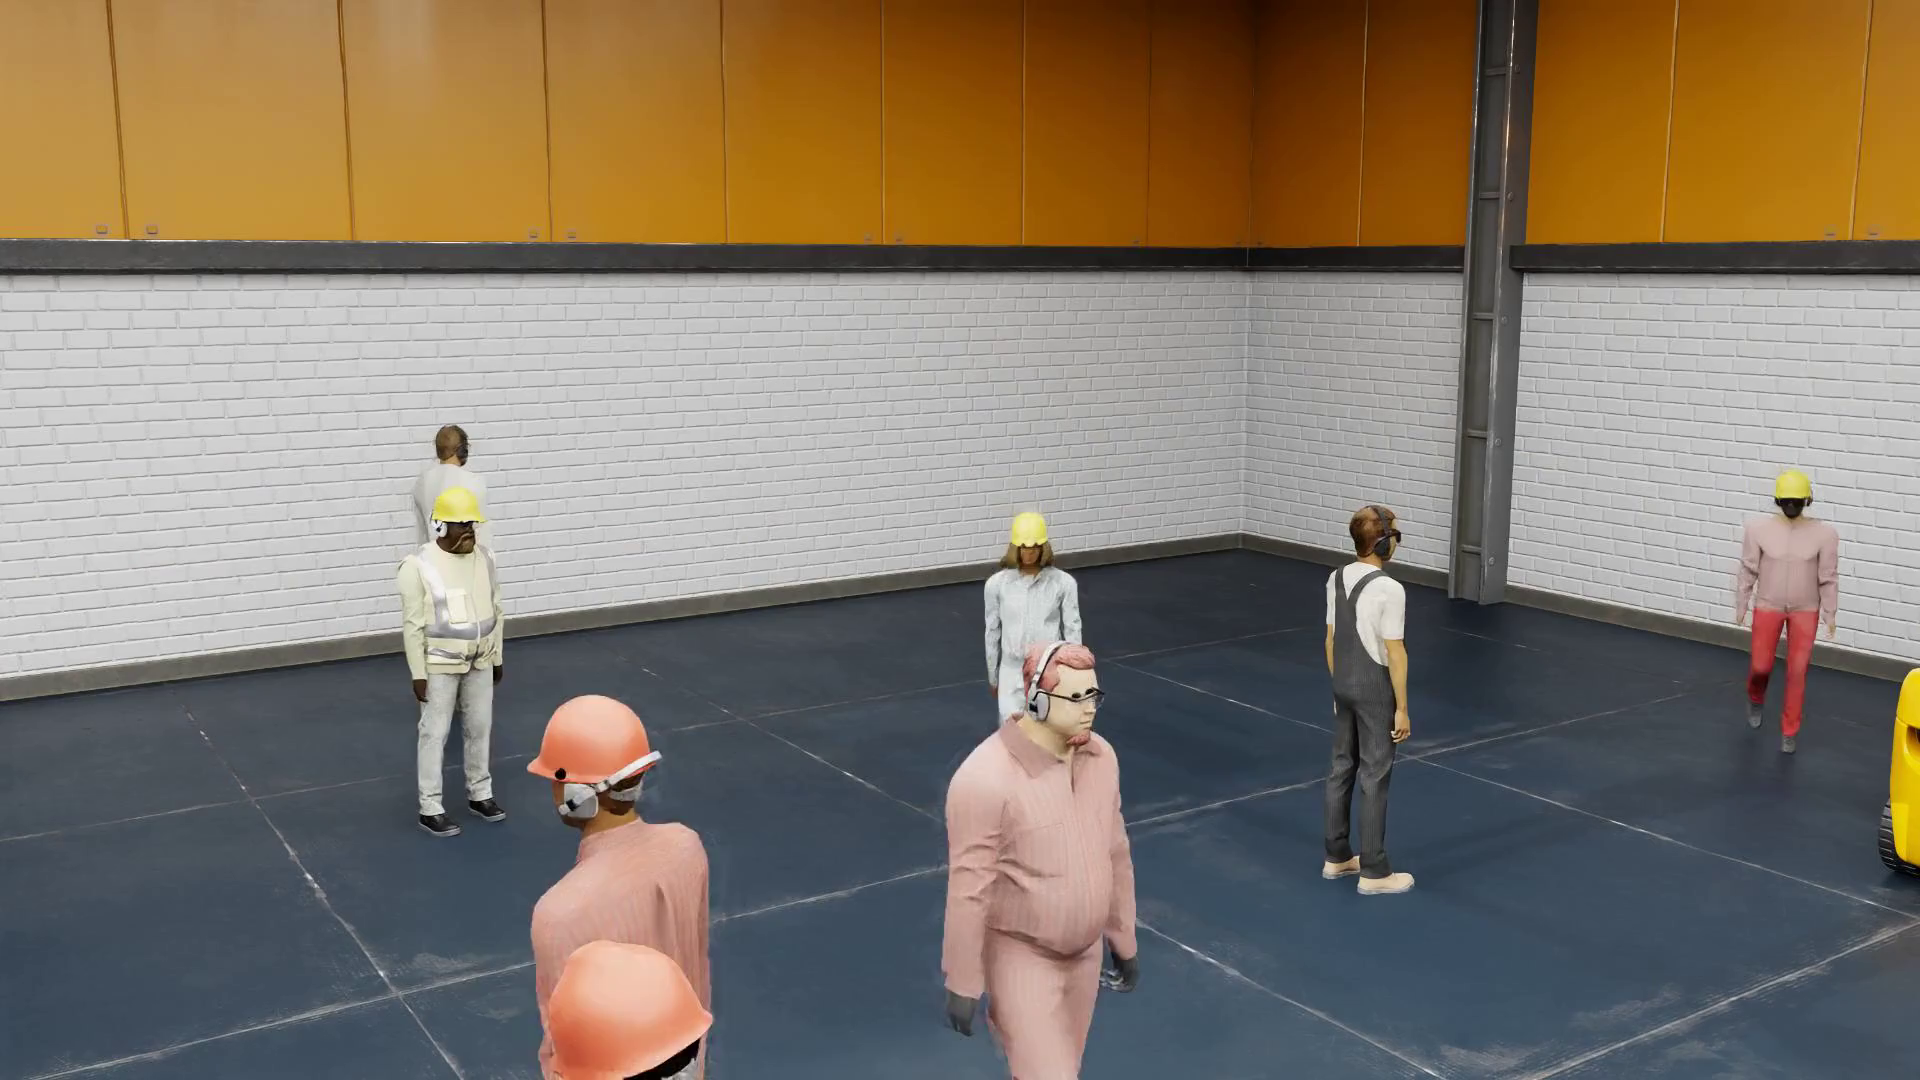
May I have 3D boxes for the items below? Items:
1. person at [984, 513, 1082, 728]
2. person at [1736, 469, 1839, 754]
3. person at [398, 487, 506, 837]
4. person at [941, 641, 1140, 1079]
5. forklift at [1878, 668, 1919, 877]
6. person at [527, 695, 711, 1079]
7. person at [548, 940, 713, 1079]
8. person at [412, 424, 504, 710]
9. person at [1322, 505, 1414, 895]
[{"bbox_3d":[0.376,0.706,8.564,0.502,1.695,0.889,0,9,-2],"label":"person"},{"bbox_3d":[5.044,0.418,10.167,0.545,1.748,0.482,4,10,23],"label":"person"},{"bbox_3d":[-2.632,0.624,8.721,0.403,1.824,0.598,7,12,38],"label":"person"},{"bbox_3d":[0.277,1.223,4.876,0.439,1.888,0.685,9,13,43],"label":"person"},{"bbox_3d":[5.511,0.571,7.906,2.313,2.155,1.214,-6,11,-33],"label":"forklift"},{"bbox_3d":[-0.713,1.340,3.962,0.826,1.978,0.631,5,10,26],"label":"person"},{"bbox_3d":[-0.404,1.589,2.648,0.560,1.900,0.745,-4,10,-23],"label":"person"},{"bbox_3d":[-3.288,0.201,10.924,0.684,1.927,0.529,6,11,32],"label":"person"},{"bbox_3d":[1.936,0.750,7.878,0.345,1.847,0.508,-5,11,-28],"label":"person"}]
